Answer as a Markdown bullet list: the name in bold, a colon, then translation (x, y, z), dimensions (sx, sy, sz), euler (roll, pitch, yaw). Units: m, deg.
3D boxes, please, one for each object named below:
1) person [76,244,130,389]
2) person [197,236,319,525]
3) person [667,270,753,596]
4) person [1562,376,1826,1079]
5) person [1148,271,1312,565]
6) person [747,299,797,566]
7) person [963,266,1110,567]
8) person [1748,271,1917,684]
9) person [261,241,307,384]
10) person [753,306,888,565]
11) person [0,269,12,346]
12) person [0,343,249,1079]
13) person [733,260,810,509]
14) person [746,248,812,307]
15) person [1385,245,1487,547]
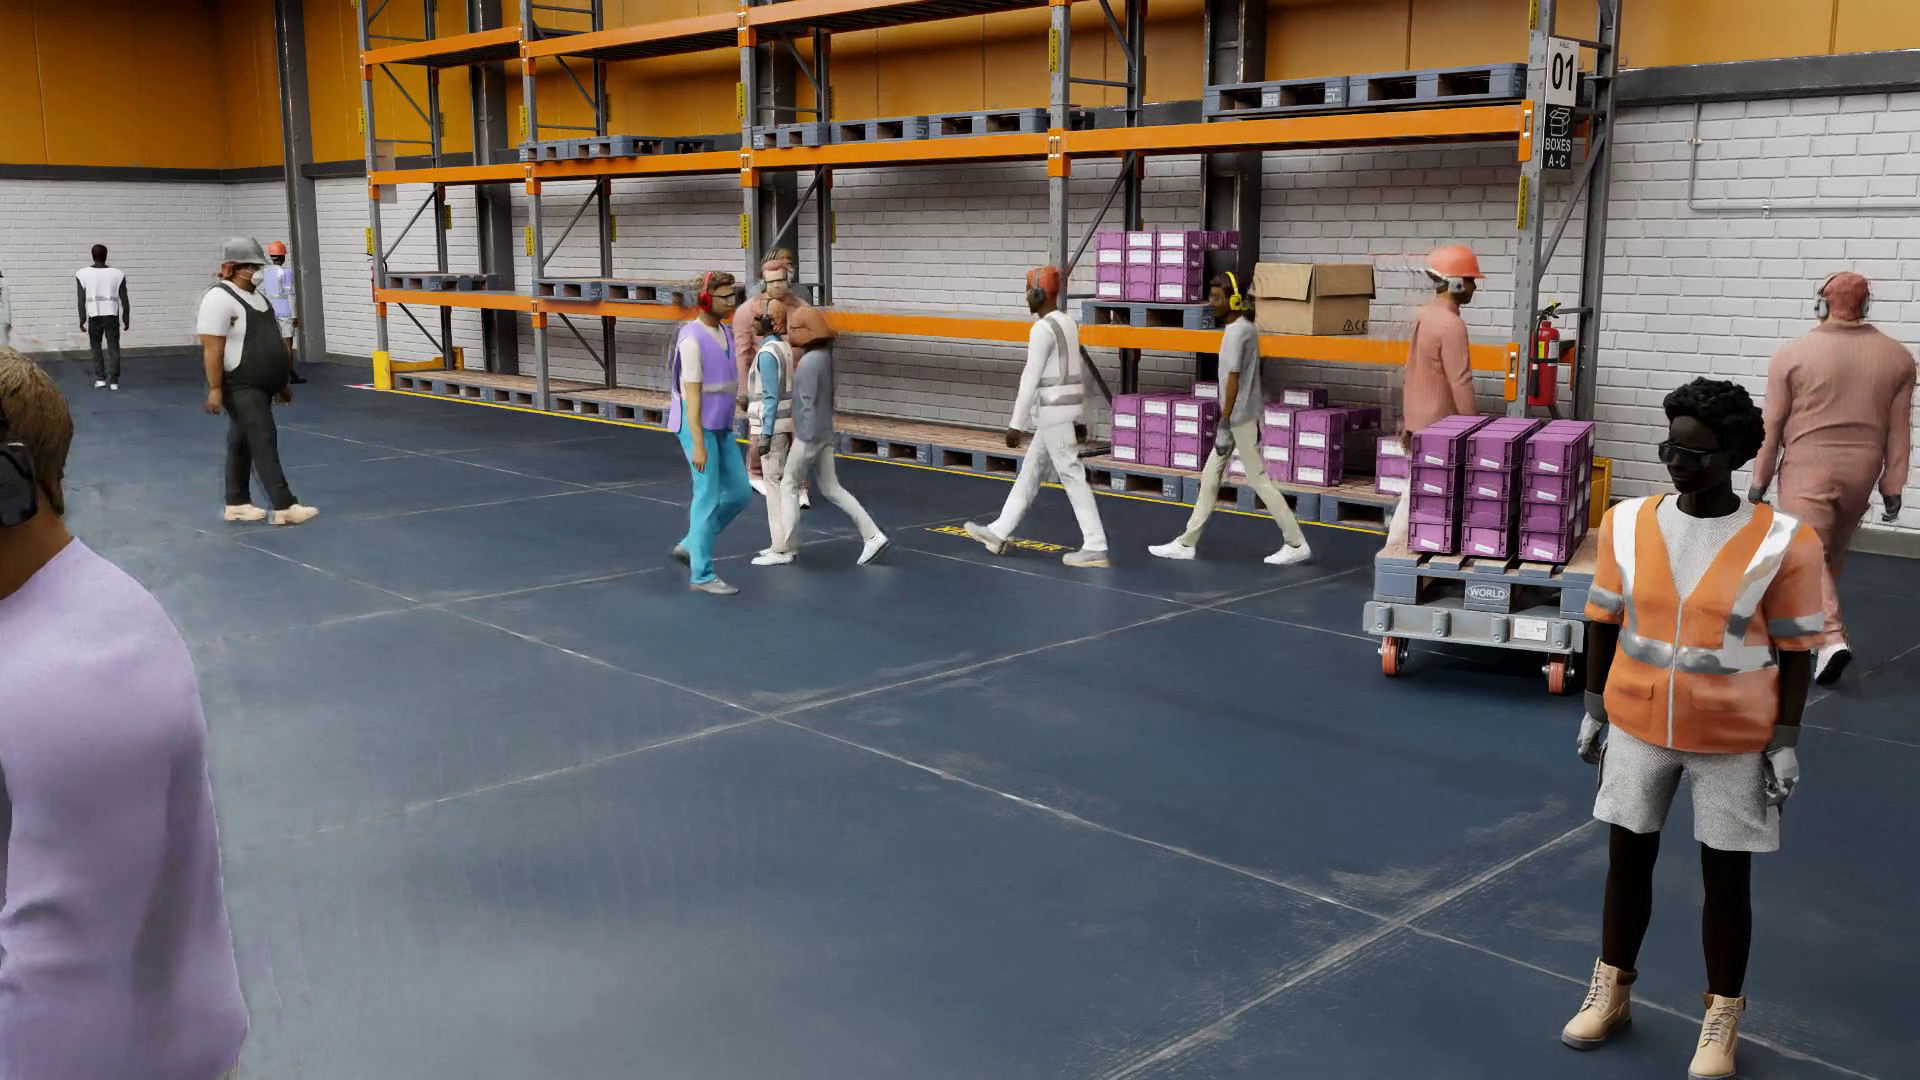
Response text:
- **person**: translation (-11.351, -2.956, 22.065), dimensions (0.620, 1.890, 0.729), euler (-6, 12, -30)
- **person**: translation (-4.863, -1.123, 11.669), dimensions (0.885, 2.000, 0.711), euler (1, 10, 3)
- **person**: translation (-1.407, -0.590, 9.339), dimensions (0.440, 1.827, 0.574), euler (3, 11, 14)
- **person**: translation (1.746, 0.456, 3.988), dimensions (0.539, 1.698, 0.319), euler (9, 14, 40)
- **person**: translation (1.703, -0.731, 10.182), dimensions (1.011, 1.815, 0.540), euler (2, 11, 11)
- **person**: translation (-1.149, -0.661, 10.244), dimensions (0.307, 1.639, 0.525), euler (1, 10, 4)
- **person**: translation (0.488, -0.752, 10.215), dimensions (1.003, 1.824, 0.596), euler (4, 11, 18)
- **person**: translation (4.017, -0.298, 7.649), dimensions (0.649, 1.869, 0.939), euler (0, 10, 2)
- **person**: translation (-9.257, -3.098, 22.704), dimensions (0.546, 1.942, 0.346), euler (5, 11, 24)
- **person**: translation (-0.846, -0.624, 10.147), dimensions (0.801, 1.601, 0.511), euler (2, 11, 11)
- **person**: translation (-13.443, -3.068, 23.108), dimensions (0.499, 1.727, 0.574), euler (-1, 10, -5)
- **person**: translation (-1.195, 0.709, 2.047), dimensions (0.759, 1.911, 0.643), euler (-9, 14, -41)
- **person**: translation (-1.396, -1.192, 12.618), dimensions (0.693, 1.847, 0.976), euler (-4, 11, -22)
- **person**: translation (-1.466, -1.573, 14.489), dimensions (0.661, 1.901, 0.928), euler (-10, 14, -42)
- **person**: translation (2.781, -0.635, 9.233), dimensions (0.955, 1.954, 0.628), euler (0, 10, 1)
